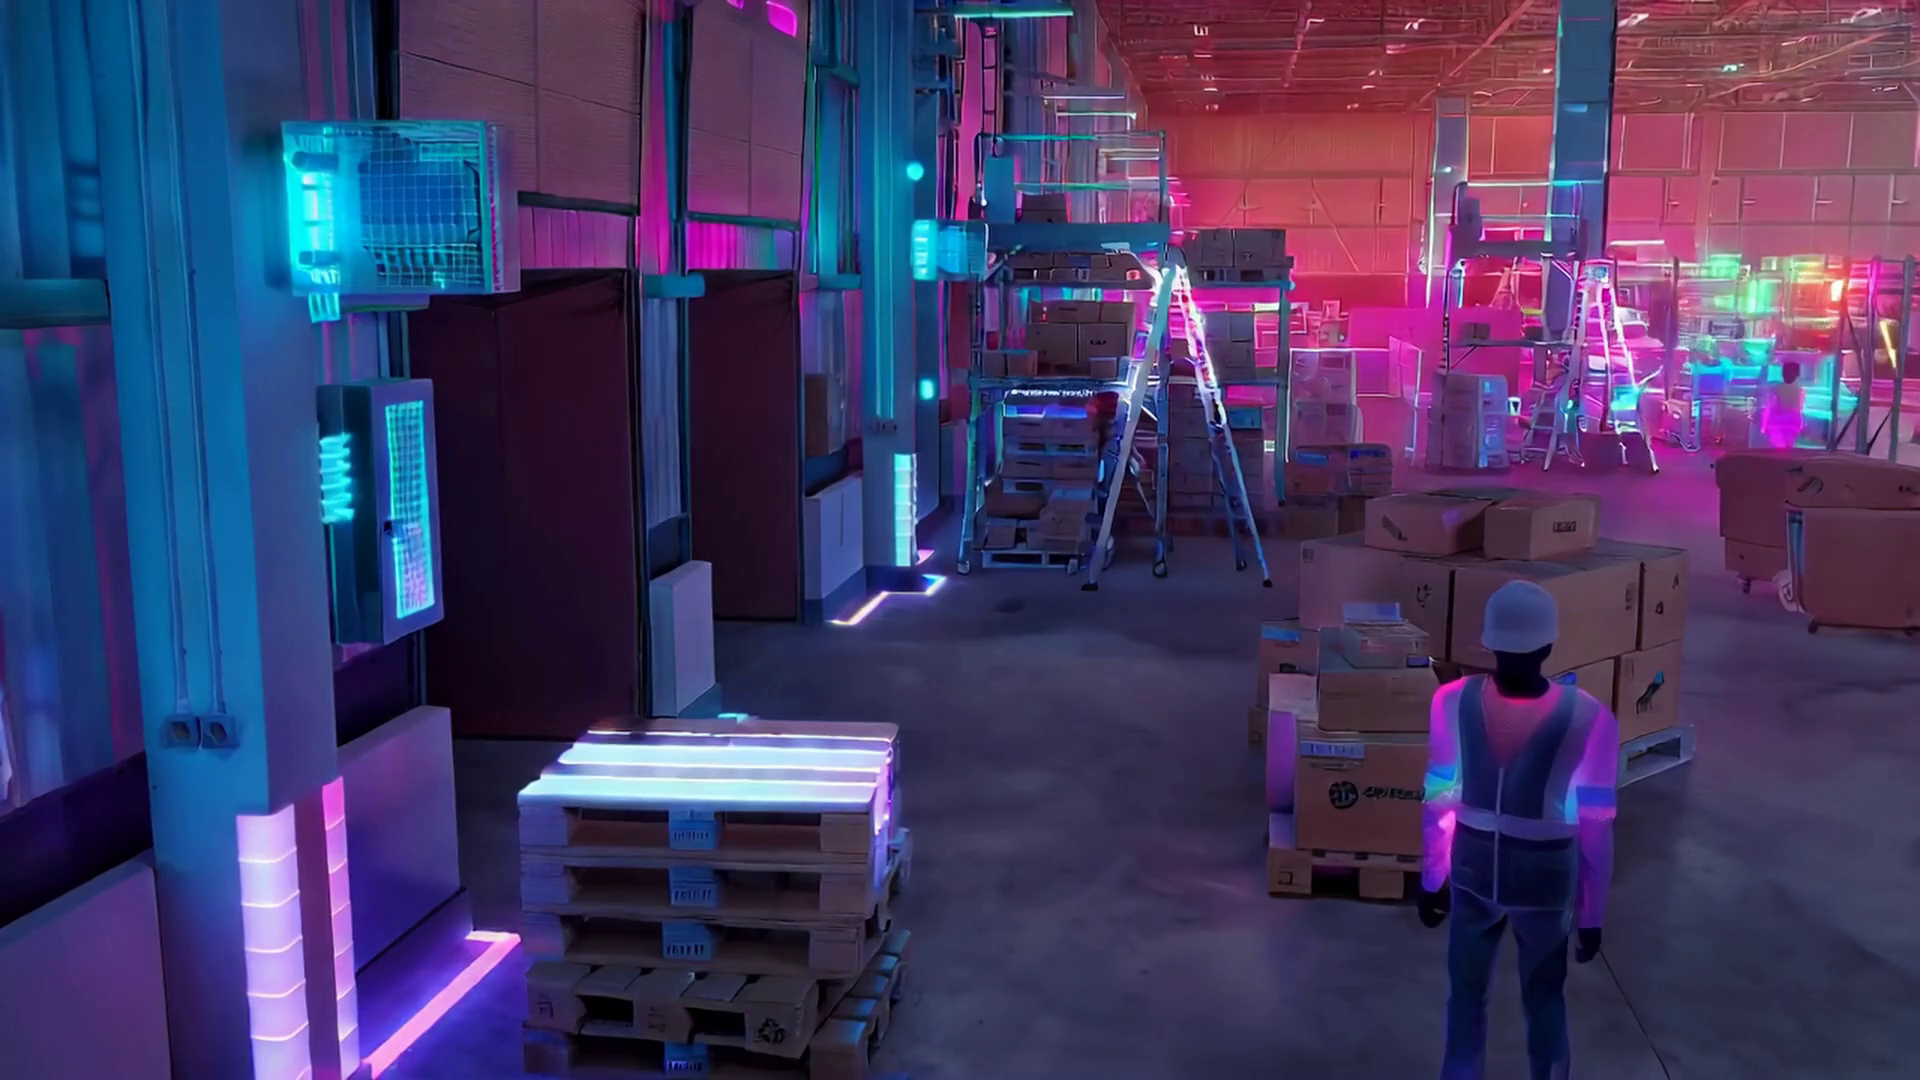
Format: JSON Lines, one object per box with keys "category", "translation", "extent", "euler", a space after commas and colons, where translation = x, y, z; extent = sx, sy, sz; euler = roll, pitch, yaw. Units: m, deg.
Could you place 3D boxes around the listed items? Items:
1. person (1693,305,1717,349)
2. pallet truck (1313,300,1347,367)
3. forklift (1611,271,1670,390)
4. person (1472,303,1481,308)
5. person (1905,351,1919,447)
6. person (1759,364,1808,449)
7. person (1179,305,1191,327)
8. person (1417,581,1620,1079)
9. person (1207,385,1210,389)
{"category": "person", "translation": [19.371, -5.128, 43.293], "extent": [0.549, 1.936, 0.376], "euler": [0, 9, -2]}
{"category": "pallet truck", "translation": [11.159, -6.200, 49.718], "extent": [0.823, 1.965, 1.885], "euler": [4, 10, 26]}
{"category": "forklift", "translation": [16.250, -4.896, 38.963], "extent": [1.873, 2.768, 1.129], "euler": [1, 9, 9]}
{"category": "person", "translation": [15.319, -6.136, 49.670], "extent": [0.663, 1.875, 1.047], "euler": [-6, 11, -31]}
{"category": "person", "translation": [15.583, -2.363, 26.876], "extent": [0.346, 1.735, 0.482], "euler": [9, 13, 44]}
{"category": "person", "translation": [10.726, -1.471, 21.630], "extent": [0.523, 1.648, 0.900], "euler": [1, 9, 4]}
{"category": "person", "translation": [6.131, -5.360, 44.757], "extent": [0.544, 1.930, 0.388], "euler": [-6, 11, -33]}
{"category": "person", "translation": [1.707, 1.065, 5.172], "extent": [0.590, 1.918, 0.398], "euler": [7, 12, 38]}
{"category": "person", "translation": [5.154, -3.652, 35.142], "extent": [0.323, 1.631, 0.523], "euler": [-5, 11, -29]}
